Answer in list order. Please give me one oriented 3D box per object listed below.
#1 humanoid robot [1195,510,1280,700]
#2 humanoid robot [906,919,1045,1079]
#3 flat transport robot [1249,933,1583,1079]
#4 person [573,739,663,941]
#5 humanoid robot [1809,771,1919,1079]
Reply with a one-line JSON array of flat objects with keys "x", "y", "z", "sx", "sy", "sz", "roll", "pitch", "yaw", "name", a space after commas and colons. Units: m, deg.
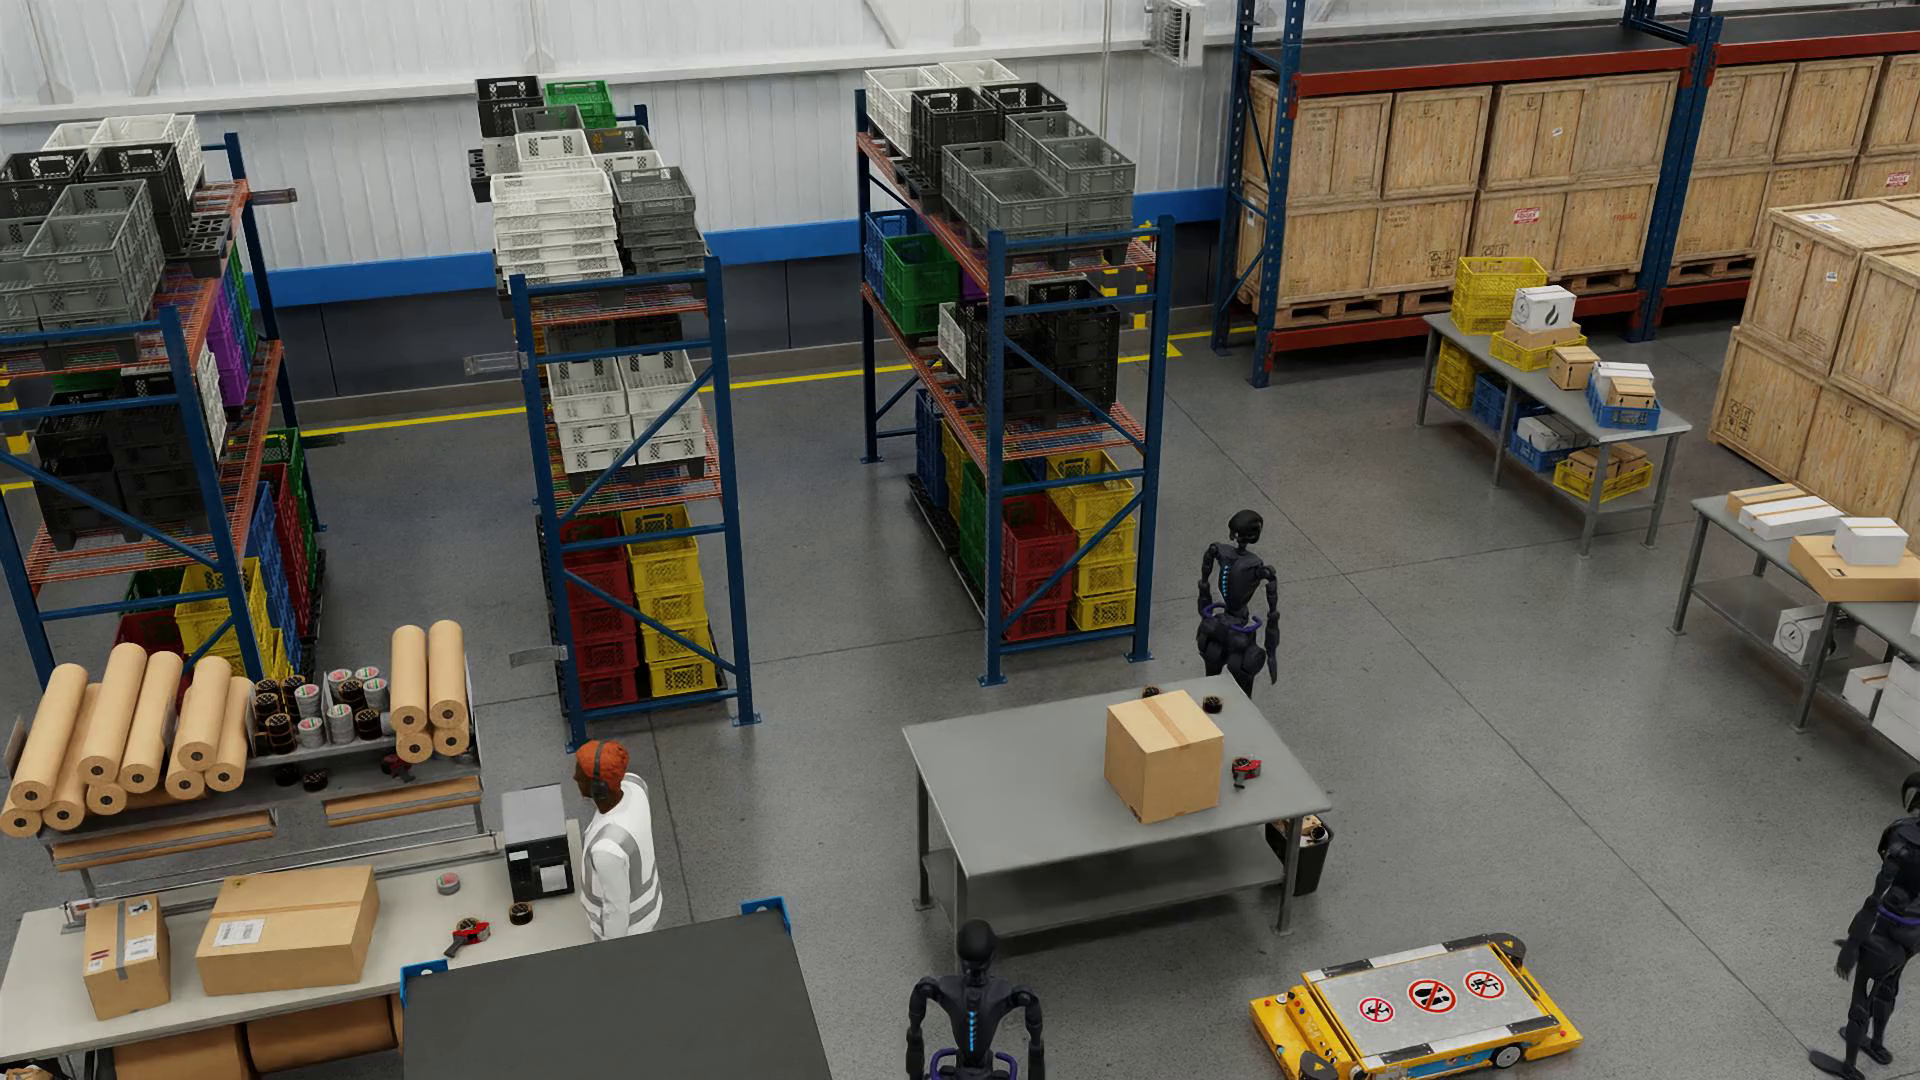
[{"x": 1.594, "y": 0.567, "z": 9.653, "sx": 0.605, "sy": 1.657, "sz": 0.316, "roll": 26, "pitch": 38, "yaw": 38, "name": "humanoid robot"}, {"x": 0.059, "y": 2.208, "z": 6.678, "sx": 0.574, "sy": 1.652, "sz": 0.324, "roll": 3, "pitch": 29, "yaw": 5, "name": "humanoid robot"}, {"x": 2.184, "y": 2.282, "z": 7.980, "sx": 1.431, "sy": 0.197, "sz": 0.652, "roll": -8, "pitch": 30, "yaw": -14, "name": "flat transport robot"}, {"x": -1.512, "y": 1.679, "z": 7.431, "sx": 0.356, "sy": 1.882, "sz": 0.573, "roll": 0, "pitch": 29, "yaw": -1, "name": "person"}, {"x": 4.217, "y": 1.742, "z": 7.529, "sx": 0.561, "sy": 1.654, "sz": 0.310, "roll": -19, "pitch": 34, "yaw": -31, "name": "humanoid robot"}]
